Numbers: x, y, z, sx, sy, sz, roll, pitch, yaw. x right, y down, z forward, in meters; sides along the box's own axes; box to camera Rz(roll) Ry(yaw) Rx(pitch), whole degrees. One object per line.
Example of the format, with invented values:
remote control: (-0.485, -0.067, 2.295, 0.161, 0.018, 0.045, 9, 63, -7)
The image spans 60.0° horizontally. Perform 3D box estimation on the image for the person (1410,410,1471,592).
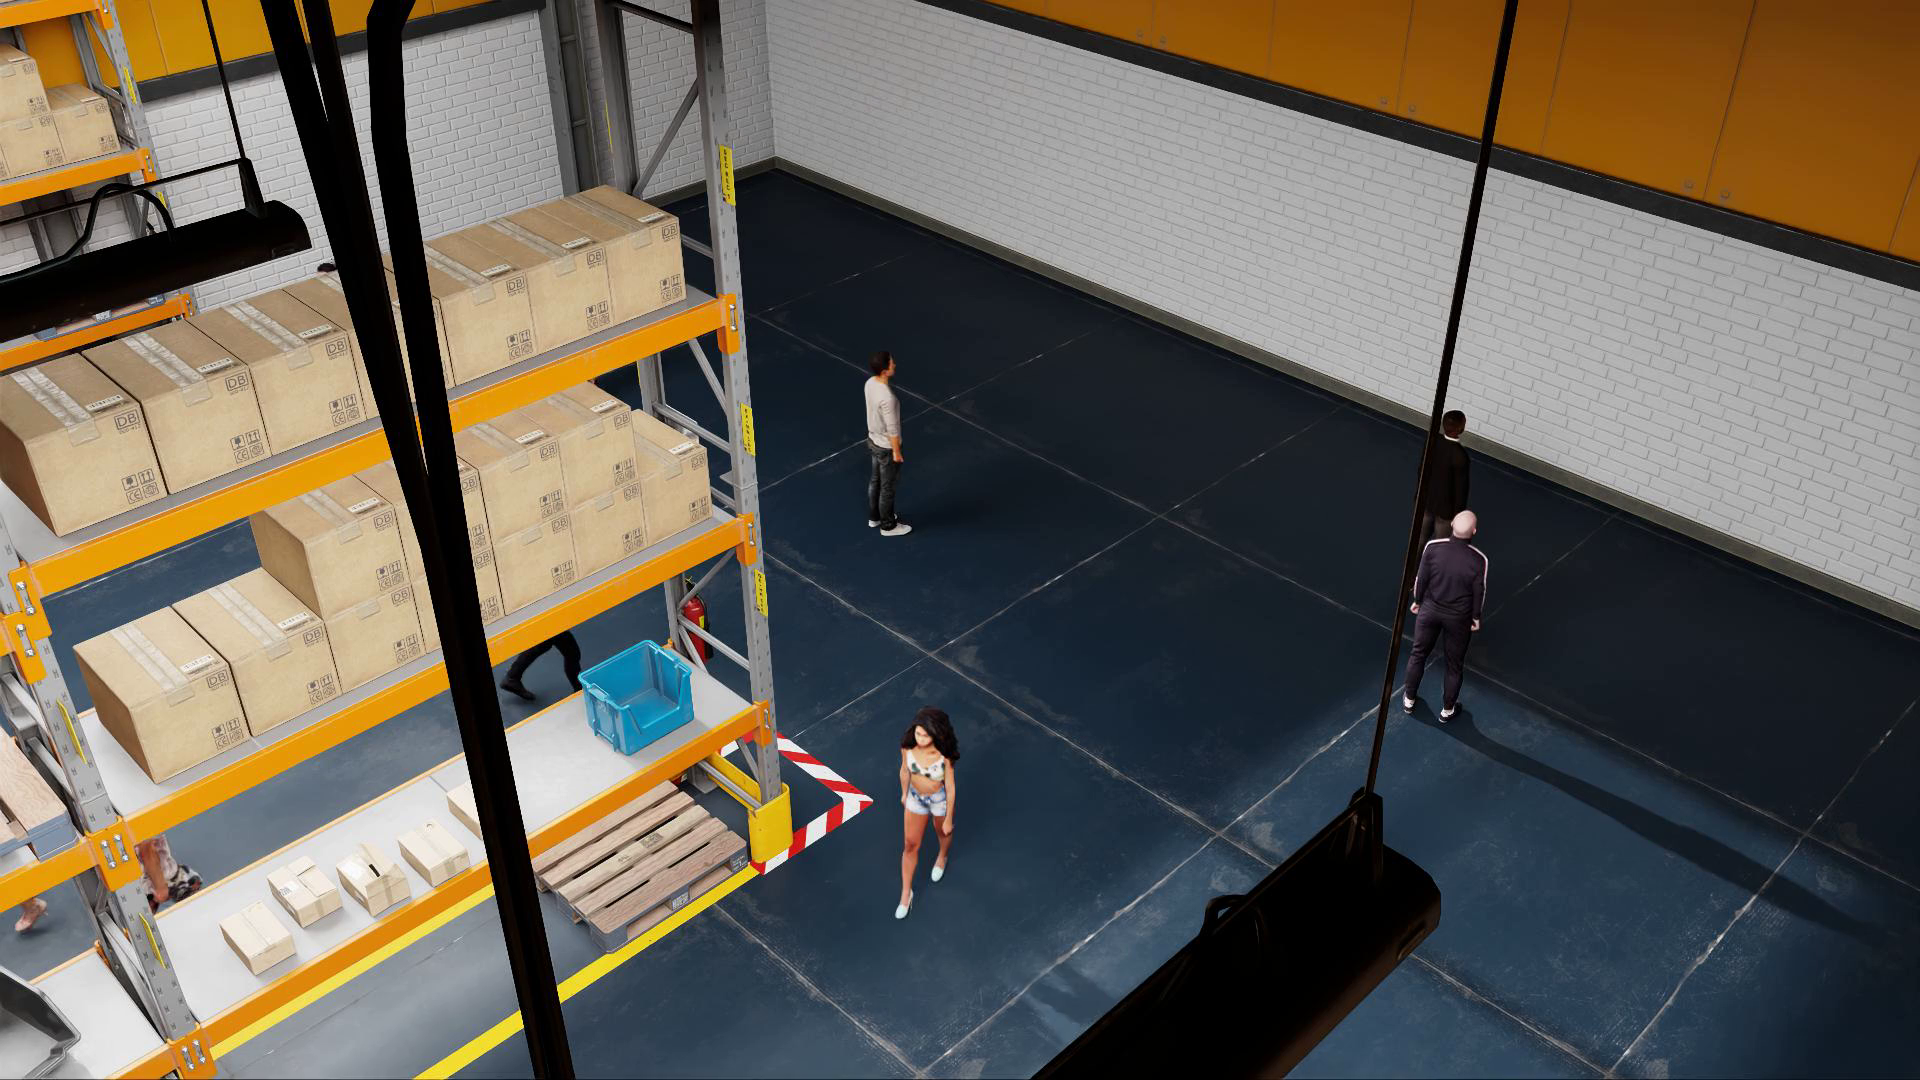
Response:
person: (4.045, -0.295, 14.026, 0.649, 1.799, 0.712, -18, 38, -25)

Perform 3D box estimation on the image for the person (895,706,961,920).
person: (-0.163, 1.719, 11.179, 0.818, 1.596, 1.008, 12, 35, 17)

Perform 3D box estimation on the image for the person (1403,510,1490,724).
person: (3.698, 0.576, 12.683, 0.748, 1.834, 0.686, 16, 37, 23)

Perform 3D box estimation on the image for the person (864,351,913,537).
person: (-0.688, -0.875, 14.882, 0.669, 1.816, 0.718, -16, 37, -22)
